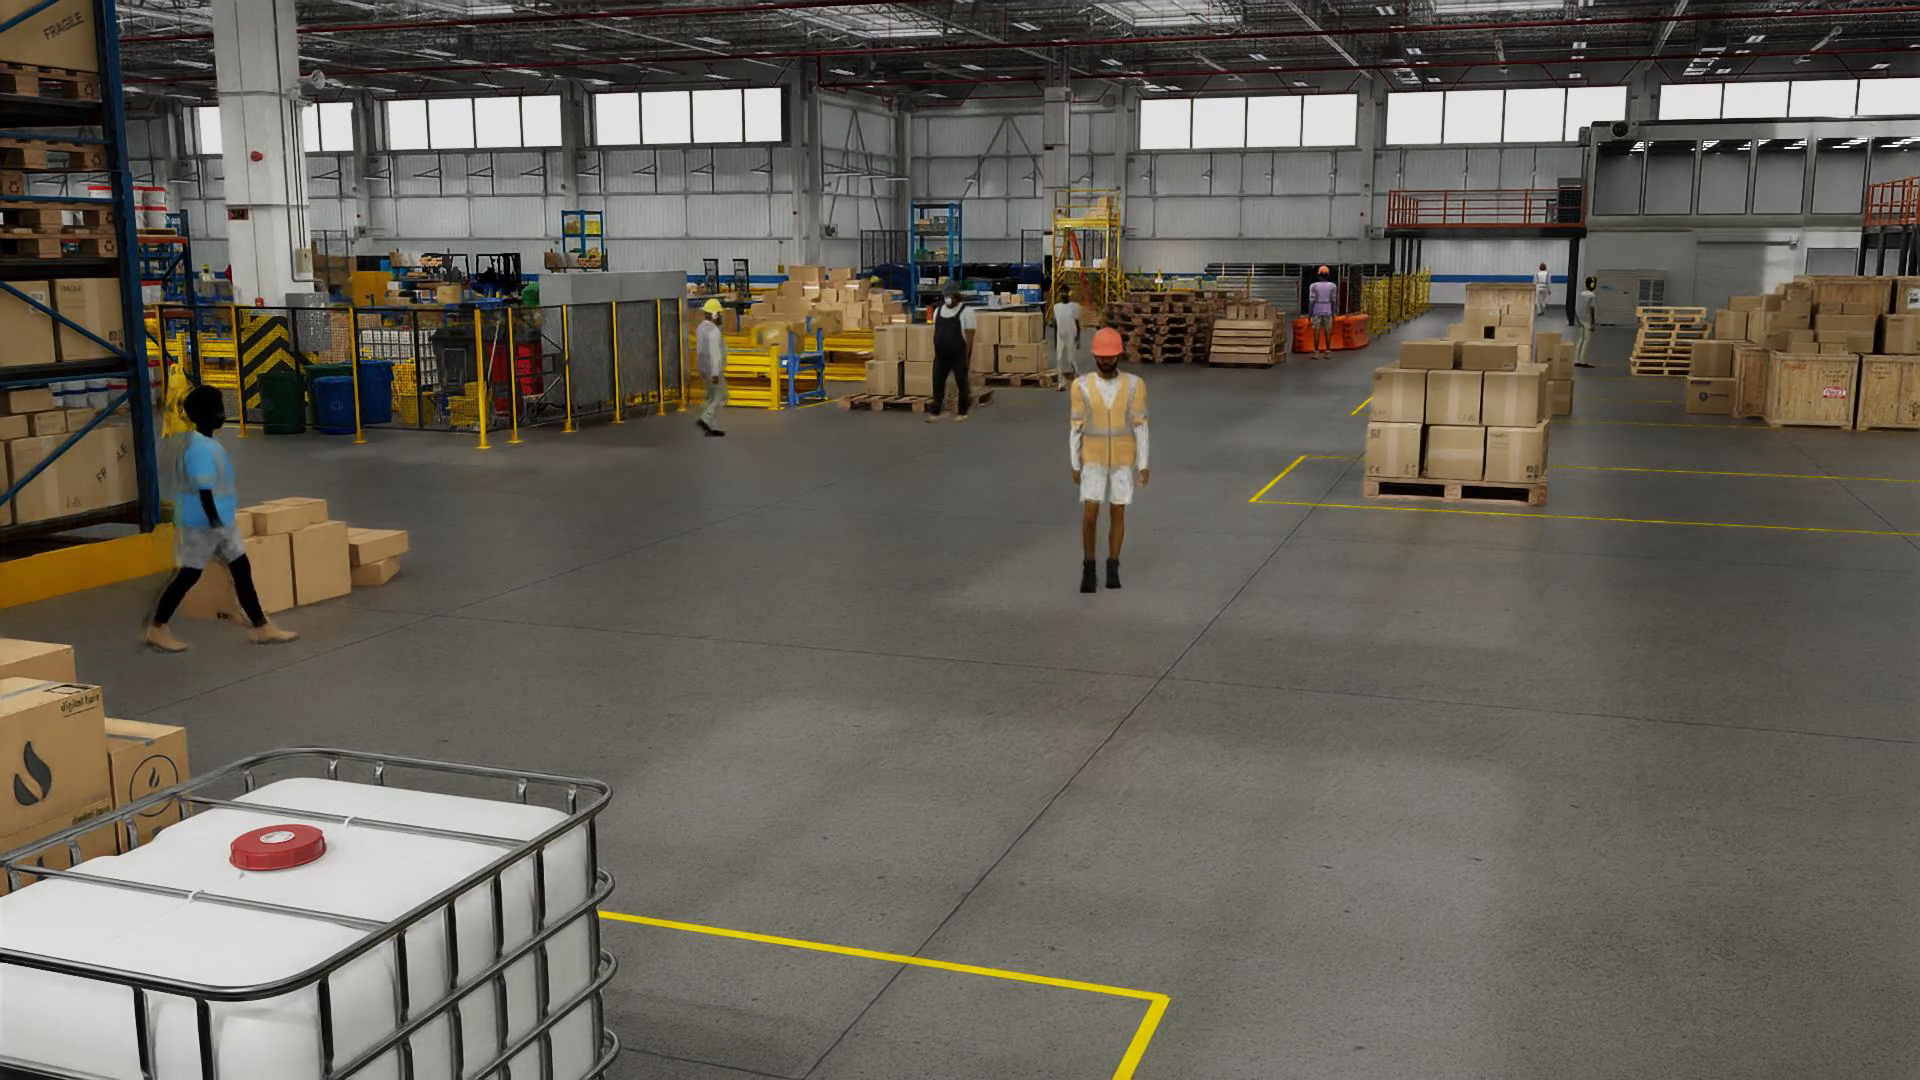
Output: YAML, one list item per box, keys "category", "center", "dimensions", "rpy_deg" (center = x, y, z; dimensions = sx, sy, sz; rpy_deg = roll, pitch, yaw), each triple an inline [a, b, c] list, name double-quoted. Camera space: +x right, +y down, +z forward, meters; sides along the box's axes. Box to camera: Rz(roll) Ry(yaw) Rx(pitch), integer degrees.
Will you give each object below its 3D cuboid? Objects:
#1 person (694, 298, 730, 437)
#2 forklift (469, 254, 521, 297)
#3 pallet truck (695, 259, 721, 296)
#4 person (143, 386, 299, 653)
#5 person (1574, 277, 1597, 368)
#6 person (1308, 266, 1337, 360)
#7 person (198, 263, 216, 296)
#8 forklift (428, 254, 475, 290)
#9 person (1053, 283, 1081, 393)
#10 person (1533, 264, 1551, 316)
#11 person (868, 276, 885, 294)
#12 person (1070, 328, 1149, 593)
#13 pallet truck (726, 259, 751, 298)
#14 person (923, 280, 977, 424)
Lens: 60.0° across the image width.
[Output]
- category: "person"
  center: [-3.218, -2.222, 21.595]
  dimensions: [0.418, 1.818, 0.599]
  rpy_deg: [-6, 12, -29]
- category: "forklift"
  center: [-17.990, -10.121, 64.684]
  dimensions: [1.157, 1.987, 2.680]
  rpy_deg: [3, 11, 17]
- category: "pallet truck"
  center: [-9.165, -9.627, 62.776]
  dimensions: [0.823, 1.965, 1.885]
  rpy_deg: [4, 11, 23]
- category: "person"
  center: [-4.636, -0.123, 10.227]
  dimensions: [0.881, 1.651, 0.541]
  rpy_deg: [-2, 10, -12]
- category: "person"
  center: [12.820, -4.446, 34.003]
  dimensions: [0.328, 1.861, 0.501]
  rpy_deg: [-2, 10, -14]
- category: "person"
  center: [7.922, -4.973, 36.438]
  dimensions: [0.613, 2.041, 0.393]
  rpy_deg: [-1, 10, -3]
- category: "person"
  center: [-27.899, -9.336, 61.647]
  dimensions: [0.620, 1.808, 0.659]
  rpy_deg: [-4, 11, -20]
- category: "forklift"
  center: [-20.133, -10.254, 65.465]
  dimensions: [1.157, 1.987, 2.680]
  rpy_deg: [3, 11, 19]
- category: "person"
  center: [1.843, -3.457, 28.432]
  dimensions: [0.535, 1.855, 0.672]
  rpy_deg: [5, 11, 25]
- category: "person"
  center: [20.466, -8.795, 58.552]
  dimensions: [0.603, 1.828, 0.972]
  rpy_deg: [3, 11, 17]
- category: "person"
  center: [-2.143, -5.718, 41.545]
  dimensions: [0.557, 1.716, 0.918]
  rpy_deg: [5, 11, 28]
- category: "person"
  center: [1.076, -0.559, 11.957]
  dimensions: [0.567, 1.912, 0.702]
  rpy_deg: [0, 10, 2]
- category: "pallet truck"
  center: [-7.986, -9.493, 62.019]
  dimensions: [0.823, 1.965, 1.885]
  rpy_deg: [3, 11, 17]
- category: "person"
  center: [-0.159, -2.624, 23.213]
  dimensions: [0.702, 2.000, 0.908]
  rpy_deg: [6, 12, 29]
